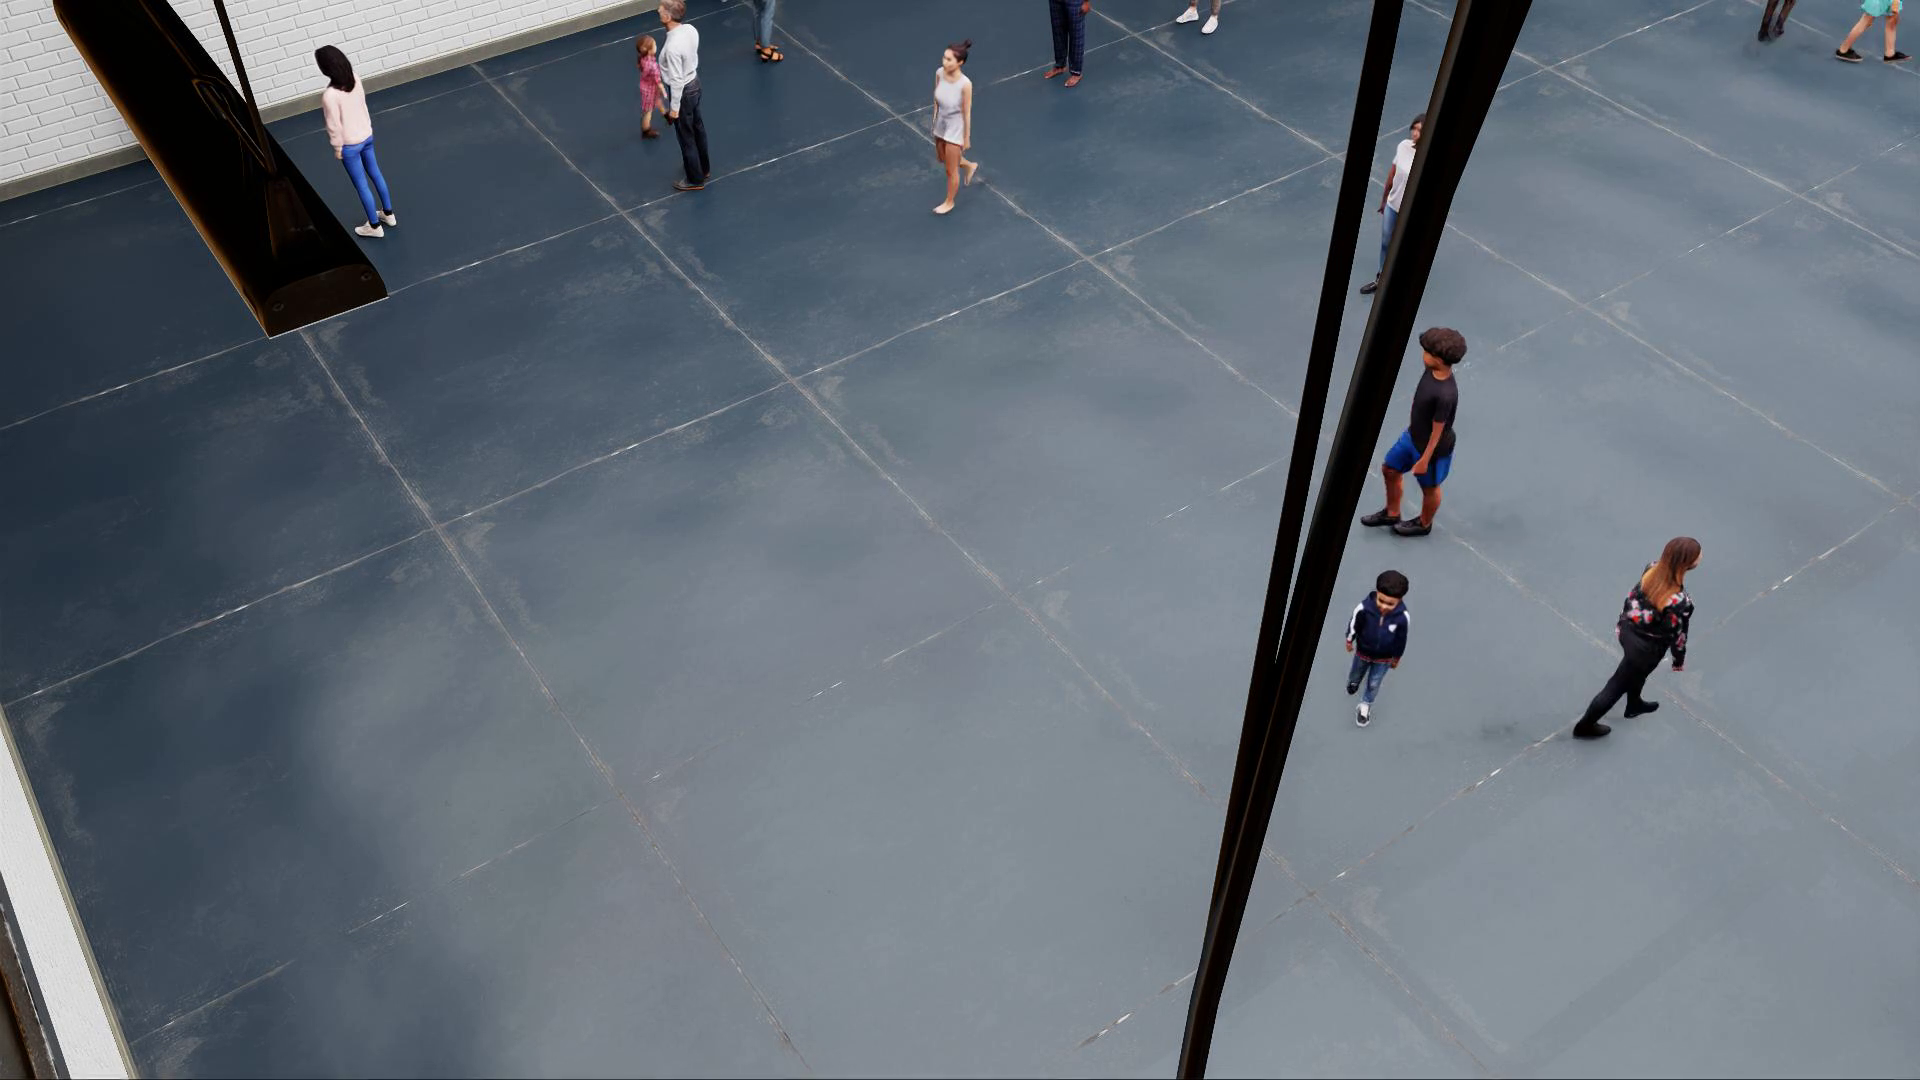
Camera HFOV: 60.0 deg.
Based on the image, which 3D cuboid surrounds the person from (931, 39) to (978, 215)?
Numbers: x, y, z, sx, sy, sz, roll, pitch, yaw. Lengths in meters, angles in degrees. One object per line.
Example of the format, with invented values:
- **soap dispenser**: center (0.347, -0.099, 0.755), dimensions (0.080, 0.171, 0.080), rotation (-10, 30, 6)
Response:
- **person**: center (-0.014, -3.668, 14.665), dimensions (0.843, 1.593, 0.640), rotation (-33, 53, -30)

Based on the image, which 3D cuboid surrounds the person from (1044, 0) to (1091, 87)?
- **person**: center (1.073, -5.363, 16.277), dimensions (0.744, 1.824, 0.708), rotation (30, 51, 27)

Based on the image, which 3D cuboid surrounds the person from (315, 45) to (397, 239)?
- **person**: center (-5.192, -3.426, 14.284), dimensions (0.785, 1.768, 0.676), rotation (16, 46, 16)

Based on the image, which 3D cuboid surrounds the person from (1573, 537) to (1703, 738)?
- **person**: center (4.067, 0.633, 10.102), dimensions (0.947, 1.660, 0.810), rotation (-3, 44, -3)

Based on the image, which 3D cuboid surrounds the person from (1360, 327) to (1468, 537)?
- **person**: center (3.310, -0.694, 11.412), dimensions (0.893, 1.774, 0.828), rotation (-2, 44, -2)

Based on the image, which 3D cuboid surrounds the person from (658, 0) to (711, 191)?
- **person**: center (-2.463, -3.996, 14.844), dimensions (0.793, 1.820, 0.723), rotation (9, 44, 9)

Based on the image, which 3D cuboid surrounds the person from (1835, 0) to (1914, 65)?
- **person**: center (9.185, -5.491, 16.622), dimensions (0.888, 1.532, 0.951), rotation (20, 47, 19)

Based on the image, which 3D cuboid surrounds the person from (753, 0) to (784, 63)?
- **person**: center (-1.988, -5.632, 16.665), dimensions (0.588, 1.678, 0.643), rotation (-19, 47, -19)

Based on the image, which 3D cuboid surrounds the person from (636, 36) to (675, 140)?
- **person**: center (-2.968, -4.260, 15.714), dimensions (0.702, 1.003, 0.447), rotation (-28, 50, -26)

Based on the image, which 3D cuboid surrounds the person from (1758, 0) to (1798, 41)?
- **person**: center (8.477, -5.740, 17.076), dimensions (0.584, 1.268, 0.659), rotation (29, 51, 27)

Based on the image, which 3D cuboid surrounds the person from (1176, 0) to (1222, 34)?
- **person**: center (2.575, -6.168, 17.111), dimensions (0.764, 1.839, 0.771), rotation (33, 53, 30)

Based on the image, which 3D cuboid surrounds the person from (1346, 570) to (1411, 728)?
- **person**: center (2.620, 0.632, 10.425), dimensions (0.667, 1.216, 0.732), rotation (13, 45, 13)

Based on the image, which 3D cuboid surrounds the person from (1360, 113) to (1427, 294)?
- **person**: center (3.613, -2.680, 13.537), dimensions (0.546, 1.718, 0.606), rotation (-21, 47, -20)
